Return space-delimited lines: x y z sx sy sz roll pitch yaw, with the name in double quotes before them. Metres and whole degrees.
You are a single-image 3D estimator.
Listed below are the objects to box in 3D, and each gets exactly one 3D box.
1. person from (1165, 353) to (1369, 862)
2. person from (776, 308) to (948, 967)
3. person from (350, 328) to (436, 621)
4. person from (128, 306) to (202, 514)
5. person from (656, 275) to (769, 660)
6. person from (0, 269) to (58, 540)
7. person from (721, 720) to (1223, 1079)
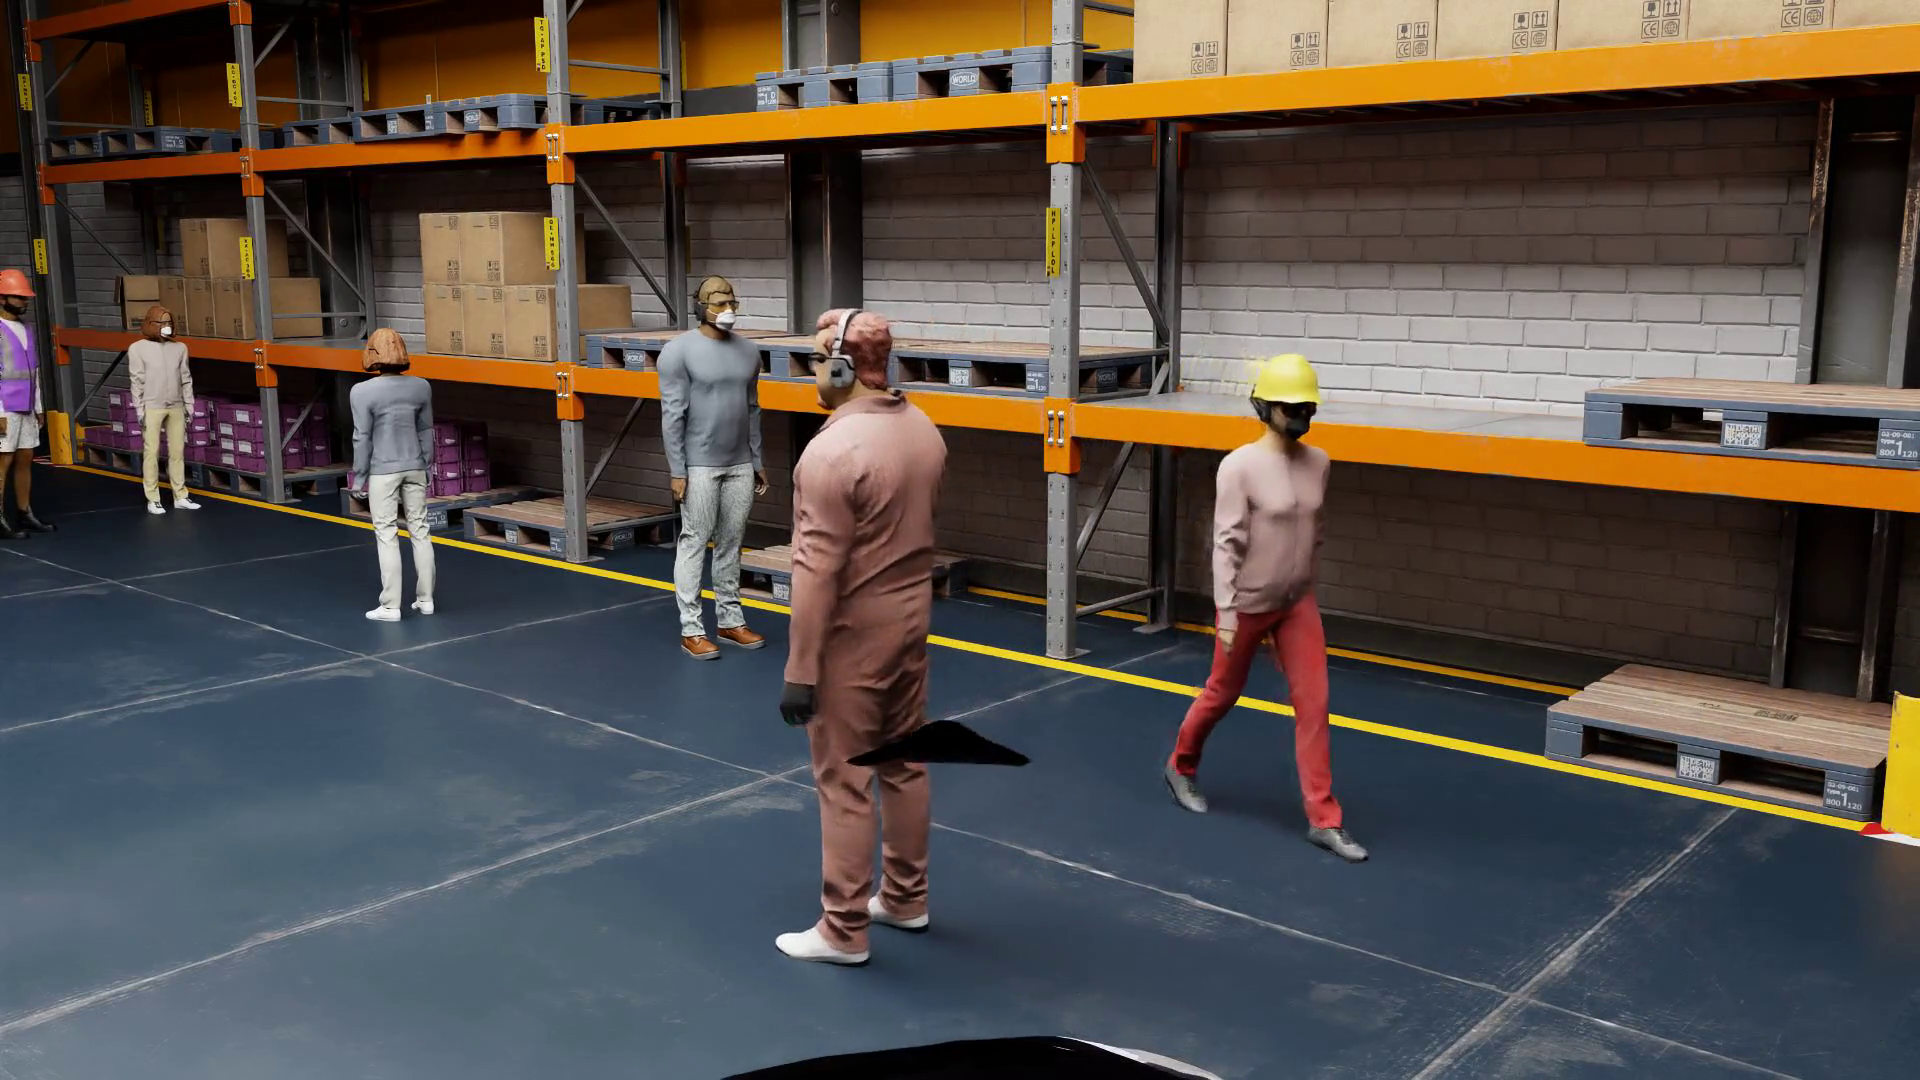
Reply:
"person" 1.056 0.198 5.860 0.541 1.726 0.901 -6 12 -31
"person" -0.301 0.285 4.848 0.402 1.906 0.658 6 11 29
"person" -3.164 -0.363 9.306 0.279 1.633 0.505 8 13 38
"person" -6.256 -1.021 13.079 0.277 1.628 0.500 7 12 34
"person" -1.241 -0.374 8.502 0.372 1.940 0.627 9 13 41
"person" -6.757 -0.968 11.928 0.407 1.927 0.546 1 10 5
"person" -0.020 0.939 1.017 0.545 1.942 0.349 -3 10 -15
